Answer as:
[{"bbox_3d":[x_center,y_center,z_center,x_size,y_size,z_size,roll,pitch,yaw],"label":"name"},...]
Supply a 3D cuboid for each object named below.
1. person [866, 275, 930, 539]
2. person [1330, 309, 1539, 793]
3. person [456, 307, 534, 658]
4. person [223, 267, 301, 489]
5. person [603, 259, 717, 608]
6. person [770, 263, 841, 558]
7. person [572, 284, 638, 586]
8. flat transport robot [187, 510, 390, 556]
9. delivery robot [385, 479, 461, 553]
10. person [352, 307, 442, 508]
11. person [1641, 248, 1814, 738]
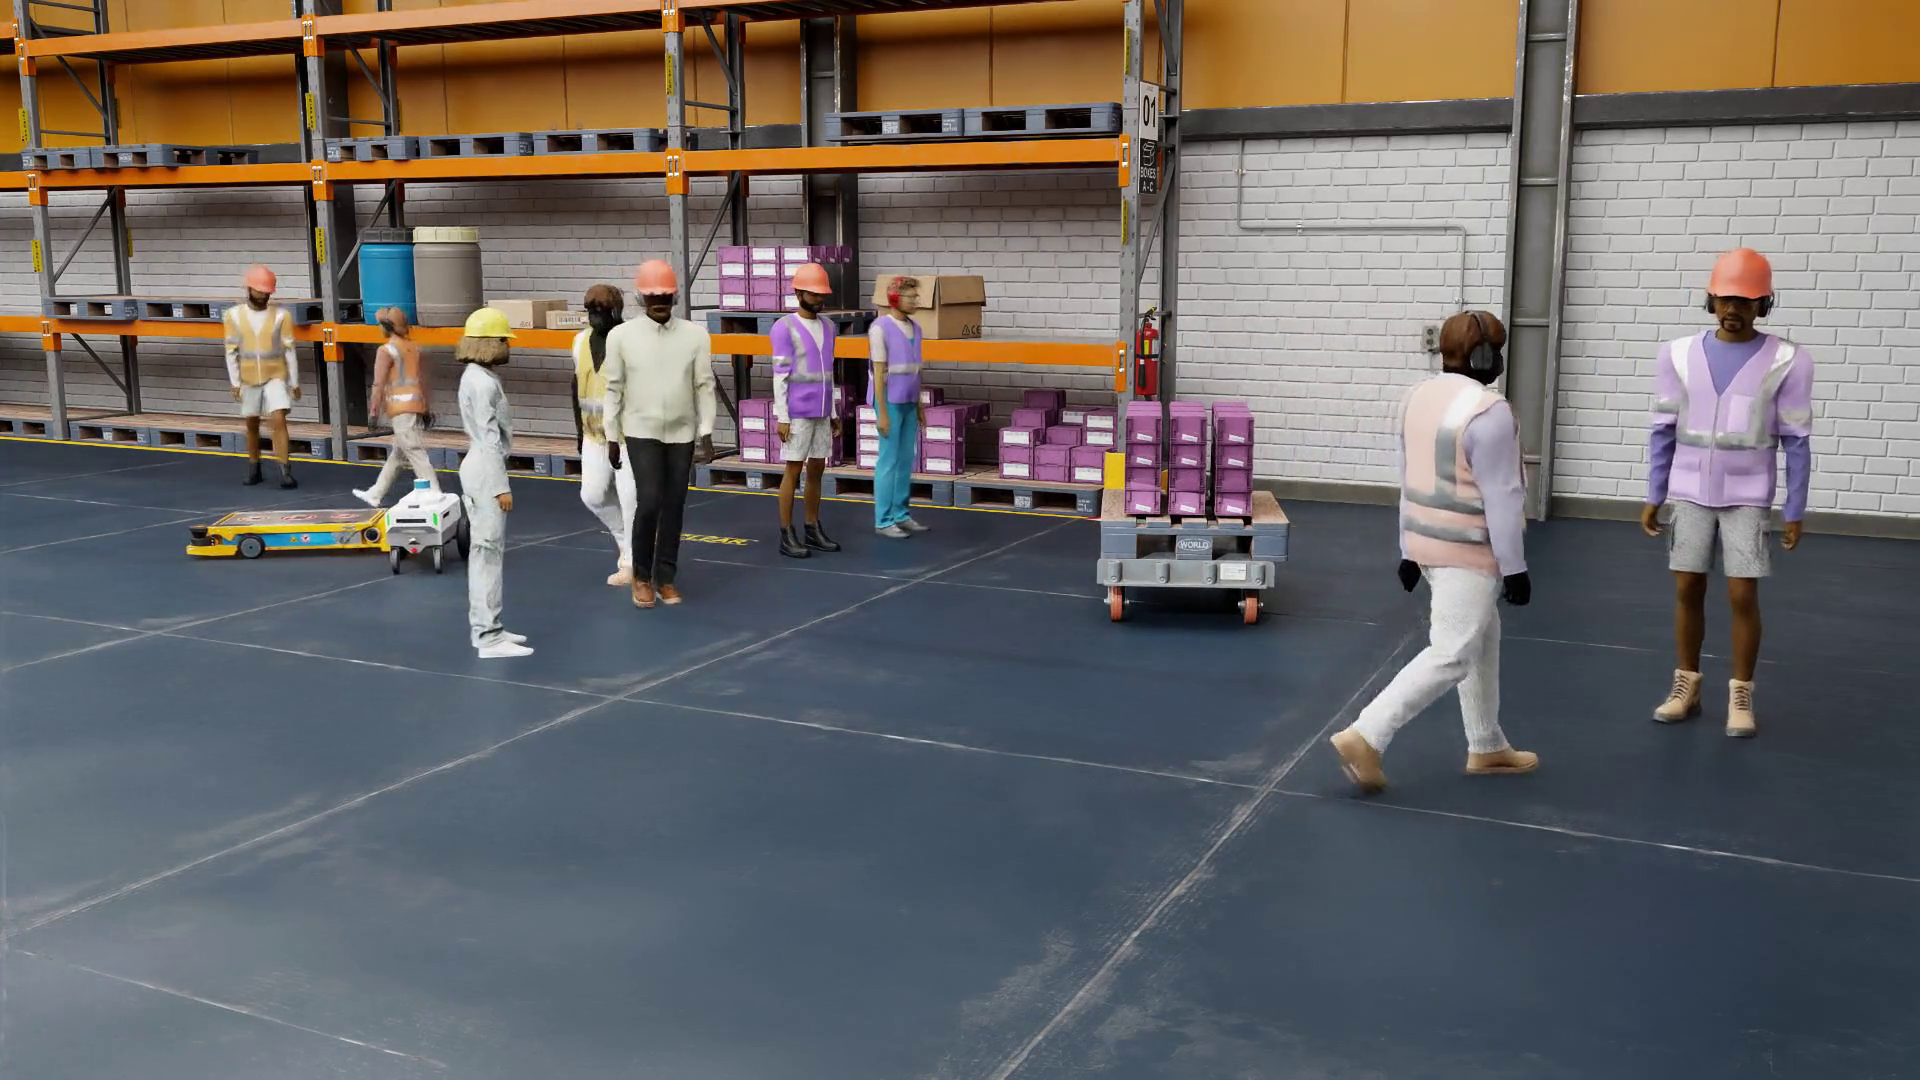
[{"bbox_3d":[-0.454,-0.939,11.746,0.390,1.845,0.566,5,11,28],"label":"person"},{"bbox_3d":[1.813,0.048,6.209,0.868,1.811,0.623,-1,10,-8],"label":"person"},{"bbox_3d":[-2.337,-0.286,8.325,0.314,1.740,0.484,-4,11,-19],"label":"person"},{"bbox_3d":[-5.908,-1.360,14.108,0.576,1.870,0.845,-3,10,-16],"label":"person"},{"bbox_3d":[-1.680,-0.590,9.402,0.610,1.965,0.536,-5,11,-25],"label":"person"},{"bbox_3d":[-0.986,-0.852,10.994,0.377,1.932,0.552,8,13,39],"label":"person"},{"bbox_3d":[-2.071,-0.639,10.086,0.667,1.822,0.477,4,11,24],"label":"person"},{"bbox_3d":[-4.379,-0.063,11.235,1.431,0.197,0.652,-2,10,-9],"label":"flat transport robot"},{"bbox_3d":[-3.431,-0.149,10.645,0.477,0.478,0.707,-1,10,-5],"label":"delivery robot"},{"bbox_3d":[-4.273,-0.953,12.548,0.902,1.583,0.528,2,10,13],"label":"person"},{"bbox_3d":[3.177,-0.190,6.935,0.629,2.029,0.423,9,13,42],"label":"person"}]
